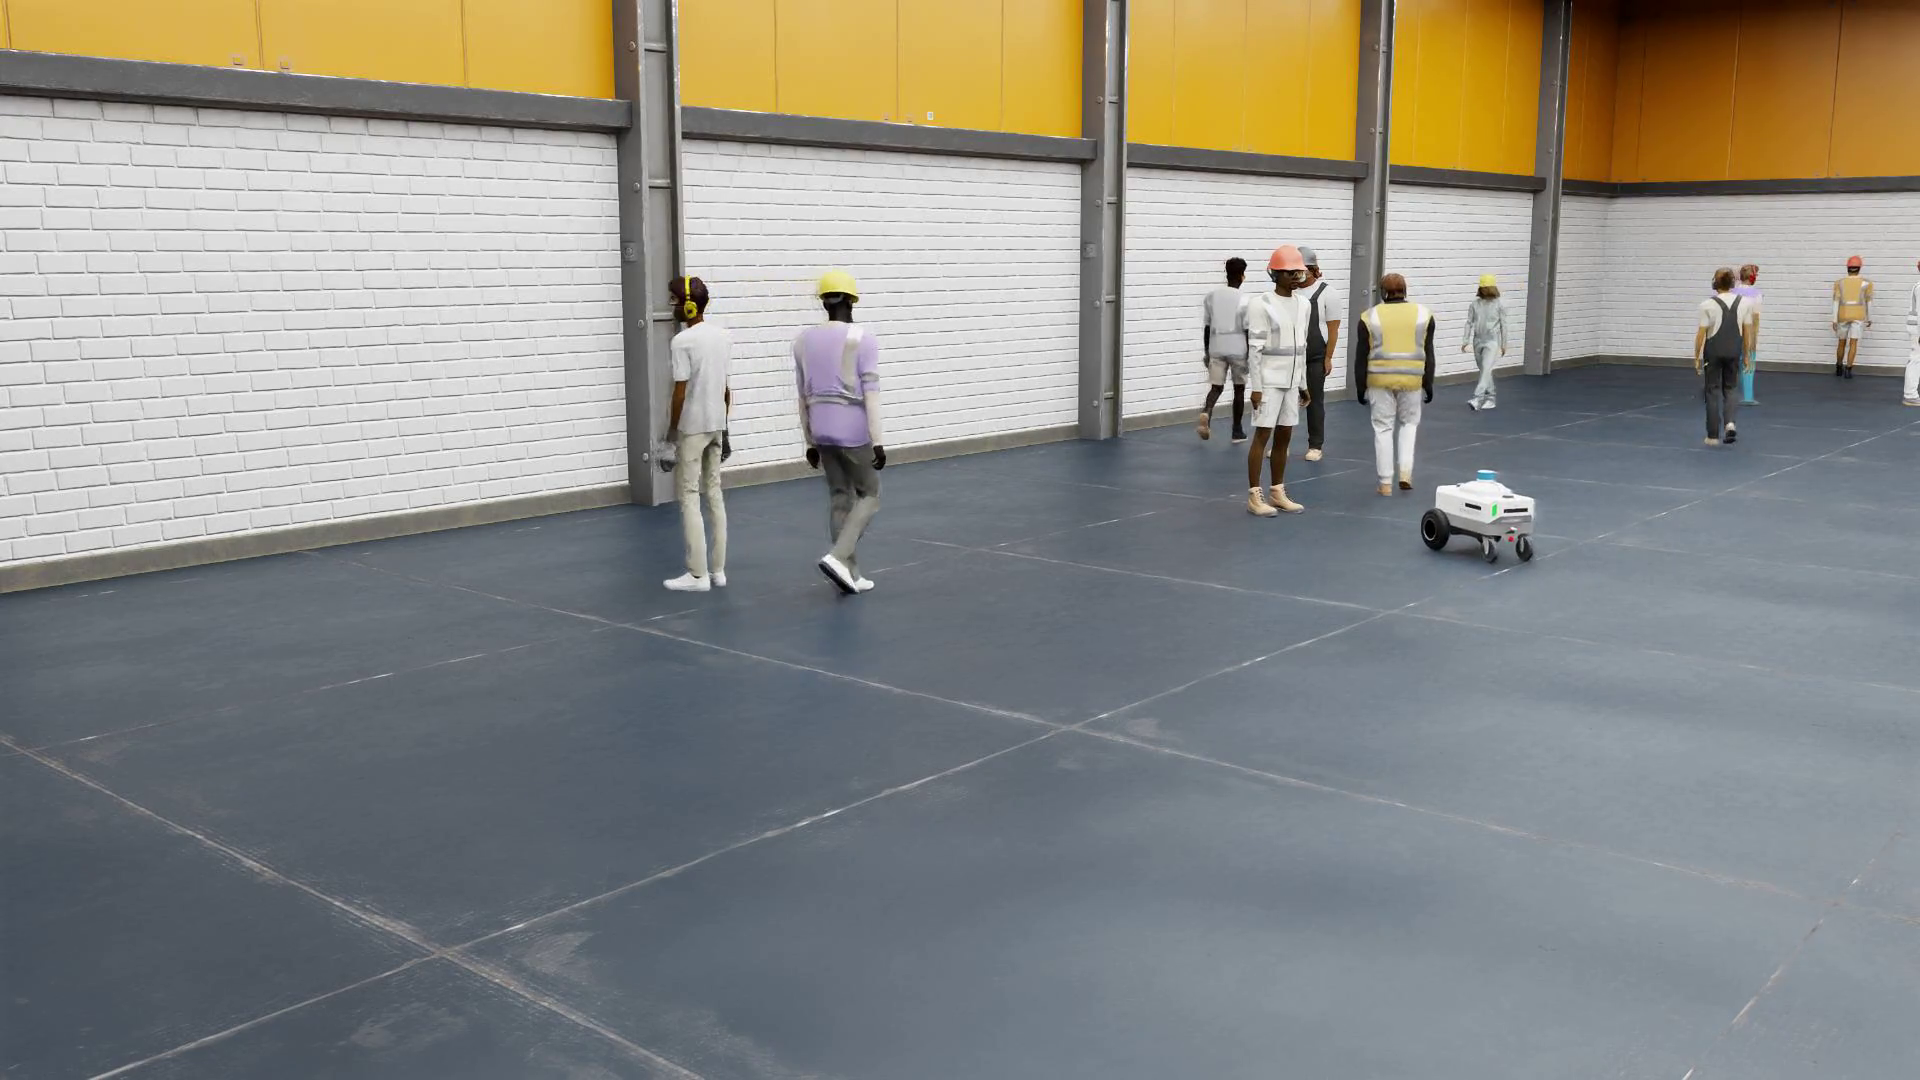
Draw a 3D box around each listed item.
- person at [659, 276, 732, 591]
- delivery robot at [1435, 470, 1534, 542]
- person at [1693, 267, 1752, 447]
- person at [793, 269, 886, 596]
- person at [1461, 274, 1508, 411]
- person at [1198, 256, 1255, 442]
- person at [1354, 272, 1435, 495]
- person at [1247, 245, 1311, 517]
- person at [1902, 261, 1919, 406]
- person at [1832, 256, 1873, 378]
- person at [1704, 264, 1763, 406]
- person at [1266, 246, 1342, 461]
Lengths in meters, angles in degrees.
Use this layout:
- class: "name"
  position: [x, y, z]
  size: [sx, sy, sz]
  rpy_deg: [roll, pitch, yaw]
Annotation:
- class: "person"
  position: [-1.545, -0.616, 9.852]
  size: [0.343, 1.848, 0.568]
  rpy_deg: [6, 12, 31]
- class: "delivery robot"
  position: [3.459, -0.217, 10.979]
  size: [0.477, 0.478, 0.707]
  rpy_deg: [-3, 10, -17]
- class: "person"
  position: [7.762, -1.860, 16.958]
  size: [0.552, 1.832, 0.400]
  rpy_deg: [1, 10, 5]
- class: "person"
  position: [-0.689, -0.612, 9.646]
  size: [0.627, 1.897, 0.498]
  rpy_deg: [6, 12, 31]
- class: "person"
  position: [6.526, -2.447, 20.707]
  size: [0.496, 1.689, 0.951]
  rpy_deg: [10, 14, 44]
- class: "person"
  position: [2.754, -1.949, 17.173]
  size: [0.618, 1.937, 0.748]
  rpy_deg: [6, 12, 30]
- class: "person"
  position: [3.561, -1.277, 13.671]
  size: [0.640, 1.821, 0.470]
  rpy_deg: [1, 10, 7]
- class: "person"
  position: [2.435, -1.198, 12.591]
  size: [0.609, 2.044, 0.394]
  rpy_deg: [-7, 12, -35]
- class: "person"
  position: [12.391, -2.670, 21.428]
  size: [0.355, 1.885, 0.575]
  rpy_deg: [5, 11, 26]
- class: "person"
  position: [13.987, -3.493, 26.100]
  size: [0.552, 1.897, 0.861]
  rpy_deg: [7, 12, 33]
- class: "person"
  position: [9.913, -2.599, 21.186]
  size: [0.777, 1.823, 0.576]
  rpy_deg: [-5, 11, -27]
- class: "person"
  position: [3.254, -1.778, 15.903]
  size: [0.682, 2.000, 0.537]
  rpy_deg: [7, 12, 34]
